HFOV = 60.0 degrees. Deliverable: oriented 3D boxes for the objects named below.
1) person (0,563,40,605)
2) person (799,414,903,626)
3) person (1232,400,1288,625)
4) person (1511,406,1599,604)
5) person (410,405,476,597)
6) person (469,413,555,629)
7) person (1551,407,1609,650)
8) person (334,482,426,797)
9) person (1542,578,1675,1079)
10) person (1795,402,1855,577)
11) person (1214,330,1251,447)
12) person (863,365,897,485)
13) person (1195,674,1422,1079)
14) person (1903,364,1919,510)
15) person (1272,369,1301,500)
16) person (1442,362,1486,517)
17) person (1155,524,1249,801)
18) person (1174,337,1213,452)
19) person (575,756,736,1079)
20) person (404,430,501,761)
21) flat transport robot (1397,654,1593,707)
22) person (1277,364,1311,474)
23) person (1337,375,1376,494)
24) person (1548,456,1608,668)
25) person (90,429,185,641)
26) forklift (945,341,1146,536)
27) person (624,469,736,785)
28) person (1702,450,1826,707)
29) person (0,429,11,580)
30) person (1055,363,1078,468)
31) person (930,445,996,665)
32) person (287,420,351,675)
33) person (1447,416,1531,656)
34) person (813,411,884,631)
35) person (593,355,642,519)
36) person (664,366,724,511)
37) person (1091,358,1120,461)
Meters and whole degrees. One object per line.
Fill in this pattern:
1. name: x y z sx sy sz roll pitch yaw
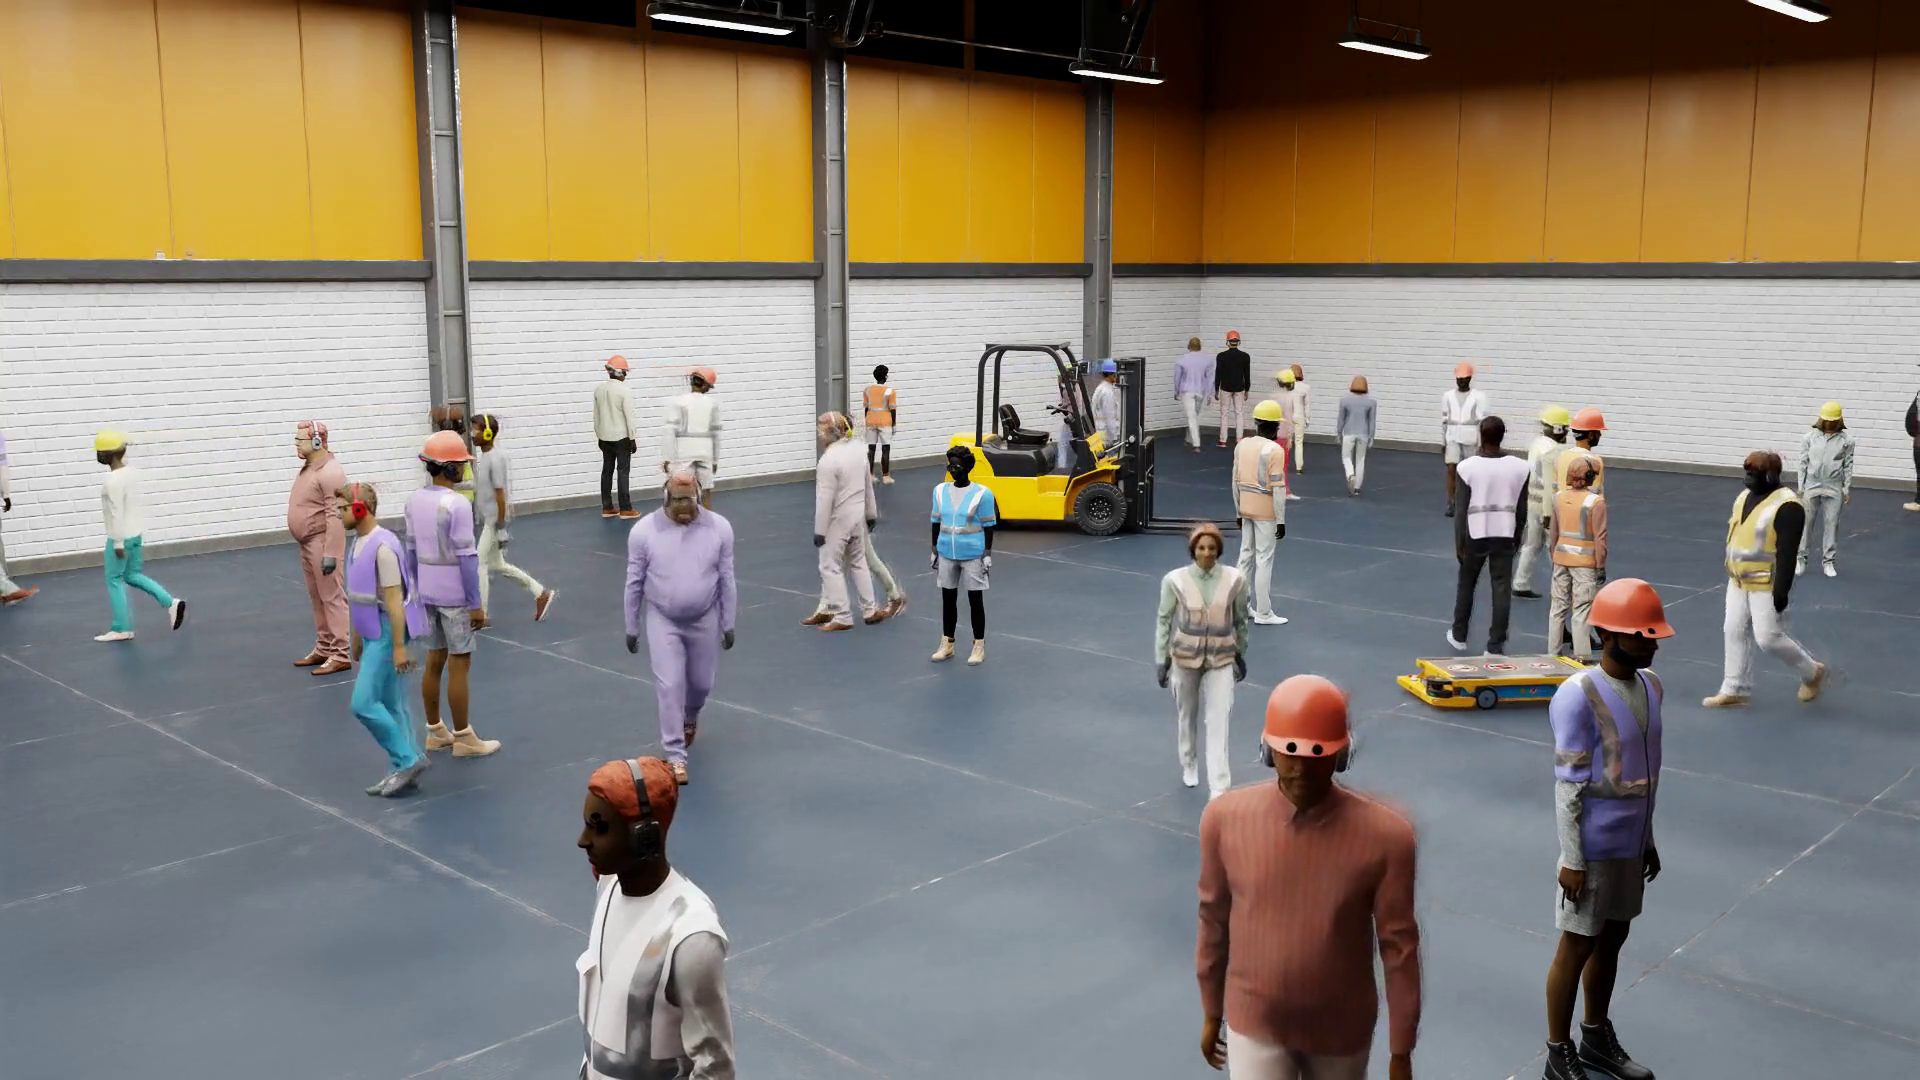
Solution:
1. person: -8.778 -0.276 14.636 1.042 1.883 0.671 -9 13 -43
2. person: -0.887 -0.181 14.269 0.997 1.817 0.531 -6 11 -35
3. person: 2.581 -0.236 14.227 0.373 1.922 0.593 -5 11 -30
4. person: 5.407 -0.312 15.067 0.763 1.795 0.619 0 9 2
5. person: -4.583 -0.290 14.845 0.530 1.831 0.631 -1 9 -6
6. person: -3.886 -0.160 14.038 0.814 1.845 0.514 -4 10 -21
7. person: 4.963 -0.093 13.303 0.361 1.939 0.542 -3 10 -19
8. person: -3.336 0.576 9.555 0.453 1.819 0.609 -6 11 -34
9. person: 2.374 1.090 6.056 0.545 1.938 0.362 -7 12 -36
10. person: 8.539 -0.502 16.435 0.484 1.736 0.307 4 10 24
11. person: 4.639 -2.570 28.354 0.618 1.990 0.402 -1 9 -7
12. person: -1.128 -1.624 23.461 0.531 1.690 0.321 4 10 24
13. person: 0.976 1.306 4.687 0.624 1.959 0.975 3 10 16
14. person: 12.155 -1.372 20.834 0.699 2.000 0.582 -8 12 -41
15. person: 4.125 -1.355 21.666 0.721 1.746 0.531 -2 9 -13
16. person: 6.242 -1.264 20.599 0.552 1.906 0.905 5 11 29
17. person: 1.379 0.704 9.463 0.543 1.585 0.872 0 9 3
18. person: 3.869 -2.440 27.841 0.617 1.881 0.994 -2 9 -12
19. person: -0.748 1.440 4.075 0.337 1.882 0.585 -6 11 -34
20. person: -3.164 0.340 10.330 0.605 2.045 0.388 7 12 38
21. flat transport robot: 3.903 0.988 11.779 1.431 0.197 0.652 -1 9 -7
22. person: 4.939 -1.785 24.645 0.494 1.624 0.282 2 10 13
23. person: 5.313 -1.396 22.263 0.504 1.624 0.506 1 9 7
24. person: 4.629 0.191 12.477 0.312 1.642 0.512 -5 10 -26
25. person: -6.753 -0.039 13.555 0.603 1.748 0.535 -1 9 -6
26. forklift: 0.977 -1.223 19.452 2.313 2.155 1.214 2 9 11
27. person: -1.695 0.472 10.061 0.660 1.866 0.807 -3 10 -19
28. person: 5.561 0.284 11.388 0.702 1.823 0.631 -1 9 -7
29. person: -9.168 -0.440 15.486 0.586 1.921 0.383 -3 10 -19
30. person: 1.662 -1.662 23.608 0.798 1.720 0.558 -1 9 -7
31. person: 0.010 0.116 12.766 0.541 1.695 0.316 4 10 25
32. person: -4.831 0.052 12.516 0.410 1.909 0.643 -8 12 -39
33. person: 4.132 -0.029 13.047 0.586 1.886 0.904 1 9 4
34. person: -0.968 -0.162 14.011 0.424 1.866 0.838 5 10 26
35. person: -4.176 -1.254 20.281 0.623 1.983 0.401 6 11 31
36. person: -2.943 -0.881 18.029 0.782 1.996 0.401 -5 11 -28
37. person: 1.924 -1.296 20.706 0.684 1.924 0.651 0 9 2
